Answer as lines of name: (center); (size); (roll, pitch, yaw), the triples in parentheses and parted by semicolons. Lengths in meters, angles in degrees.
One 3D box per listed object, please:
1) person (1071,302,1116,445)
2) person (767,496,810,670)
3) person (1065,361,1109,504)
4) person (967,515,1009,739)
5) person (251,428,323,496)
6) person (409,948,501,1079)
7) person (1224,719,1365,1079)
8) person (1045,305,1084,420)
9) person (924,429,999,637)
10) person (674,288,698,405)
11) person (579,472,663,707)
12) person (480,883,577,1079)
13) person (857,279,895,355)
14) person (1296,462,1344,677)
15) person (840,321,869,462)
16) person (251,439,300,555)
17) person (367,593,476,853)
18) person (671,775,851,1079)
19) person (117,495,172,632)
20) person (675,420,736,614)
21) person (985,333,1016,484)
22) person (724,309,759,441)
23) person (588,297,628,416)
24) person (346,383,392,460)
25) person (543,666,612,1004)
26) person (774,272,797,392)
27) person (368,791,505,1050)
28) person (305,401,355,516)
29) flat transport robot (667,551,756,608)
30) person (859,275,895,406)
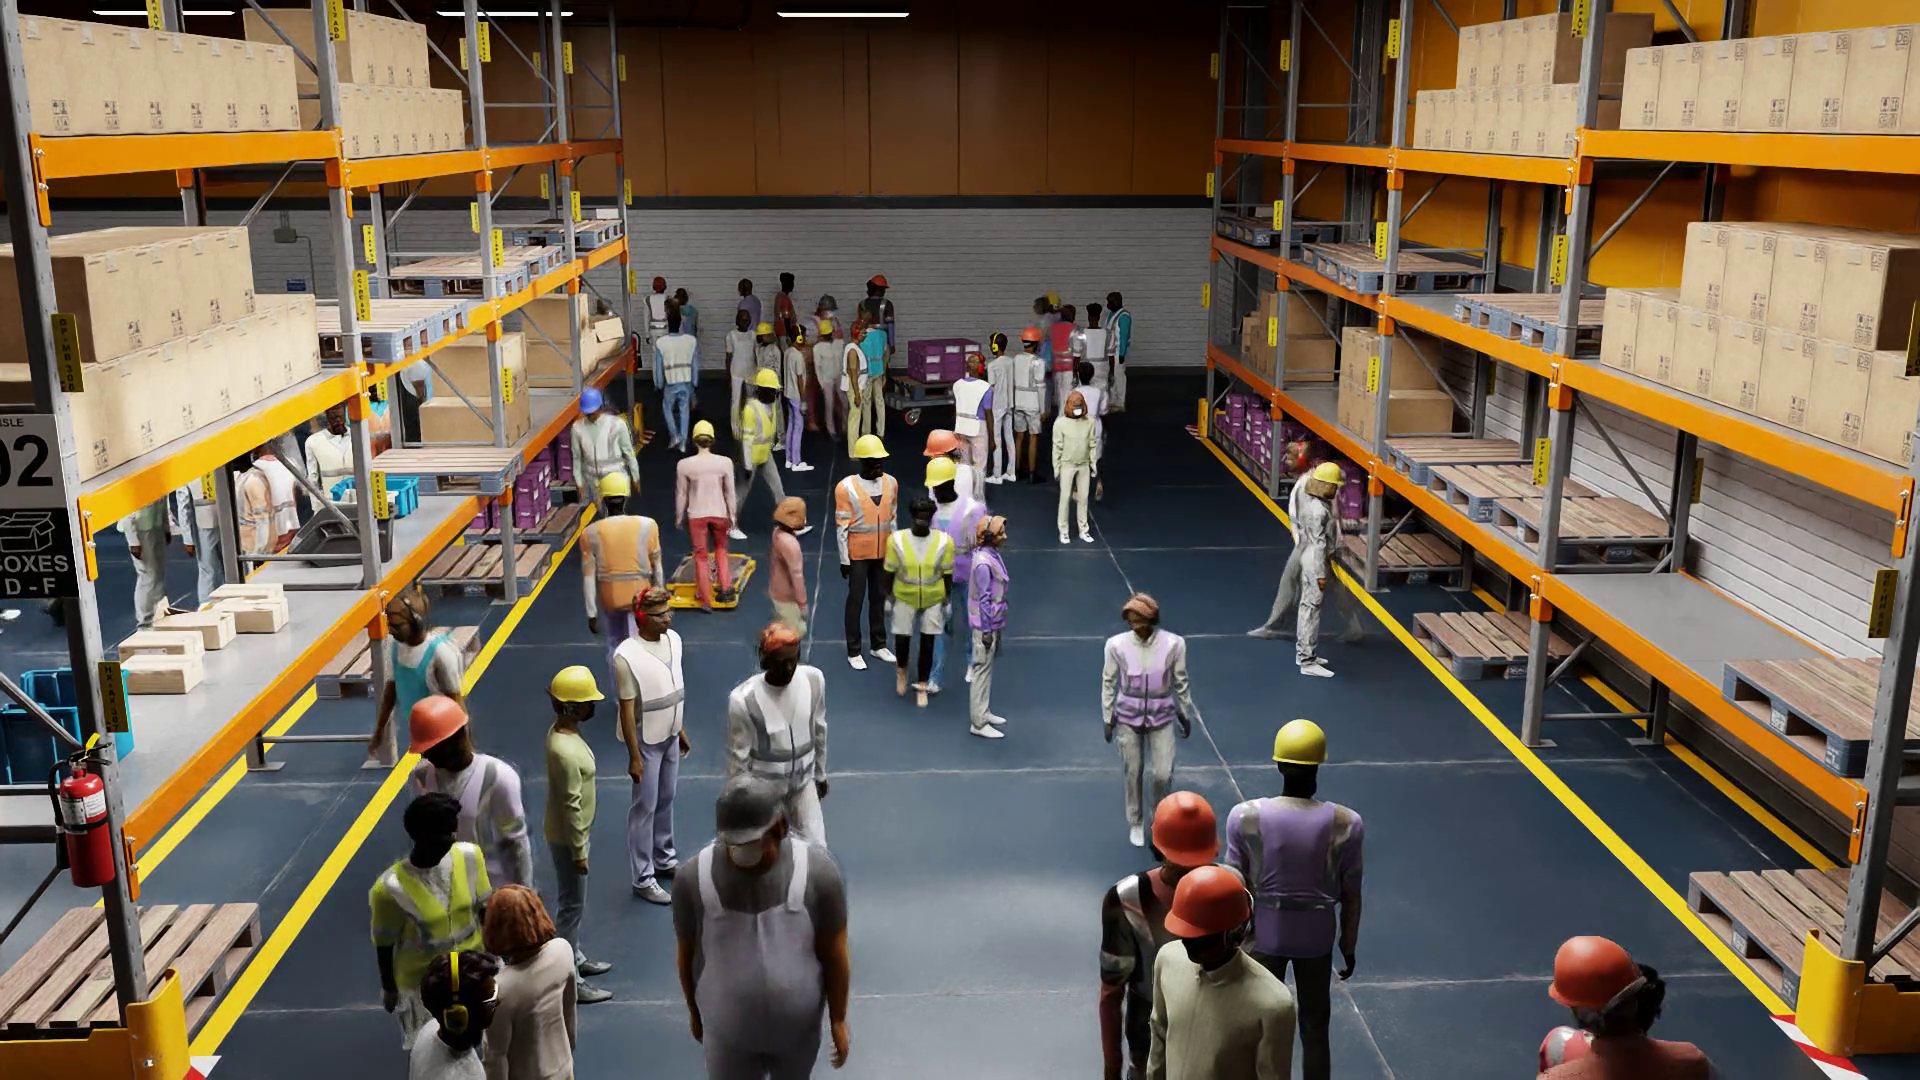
person: (1.820, -2.264, 22.754); (0.612, 1.963, 0.361); (-2, 14, -9)
person: (-1.311, 0.452, 12.780); (0.356, 1.617, 0.528); (-4, 15, -16)
person: (1.481, -1.227, 19.243); (0.543, 1.677, 0.692); (-3, 15, -12)
person: (0.205, 0.615, 12.105); (0.310, 1.638, 0.523); (1, 14, 5)
person: (-8.093, -1.365, 19.580); (0.973, 1.795, 0.644); (1, 14, 4)
person: (-1.606, 2.198, 5.436); (0.310, 1.868, 0.534); (-7, 16, -27)
person: (1.435, 1.709, 7.242); (0.591, 1.923, 0.381); (2, 14, 8)
person: (1.600, -2.472, 23.902); (0.637, 1.794, 0.962); (10, 18, 35)
person: (0.001, -0.023, 14.153); (0.594, 1.879, 0.963); (-11, 18, -37)
person: (-4.387, -3.052, 26.165); (0.514, 1.808, 0.822); (-11, 18, -38)
person: (-2.493, 0.439, 12.322); (0.593, 1.891, 0.954); (-2, 14, -9)
person: (-1.634, 2.084, 6.366); (0.277, 1.630, 0.506); (6, 16, 23)
person: (-1.330, -3.124, 26.135); (0.608, 1.963, 0.374); (3, 15, 13)
person: (2.911, 0.227, 13.437); (0.305, 1.737, 0.484); (1, 14, 6)
person: (-1.371, -1.939, 21.735); (0.390, 1.838, 0.563); (-1, 14, -4)
person: (-5.856, -0.059, 14.218); (0.401, 1.907, 0.605); (3, 15, 11)
person: (-3.088, 1.135, 9.772); (0.546, 1.798, 0.911); (11, 18, 38)
person: (-0.778, 1.817, 6.587); (0.691, 2.000, 1.045); (-2, 14, -8)
person: (-6.984, -0.074, 14.282); (0.420, 1.908, 0.609); (1, 14, 5)
person: (-2.315, -0.215, 15.150); (0.541, 1.747, 0.507); (-5, 15, -20)
person: (0.498, -1.613, 20.422); (0.510, 1.860, 0.333); (-14, 20, -43)
person: (-3.011, -2.290, 23.116); (0.504, 1.839, 0.340); (-7, 16, -24)
person: (-5.275, -2.600, 24.275); (0.863, 1.870, 0.668); (-10, 18, -36)
person: (-6.029, -0.823, 17.204); (0.392, 1.915, 0.590); (11, 18, 37)
person: (-1.943, 1.487, 8.451); (0.339, 1.761, 0.524); (-4, 15, -14)
person: (-2.854, -3.412, 27.279); (0.365, 1.957, 0.606); (-4, 15, -17)
person: (-2.243, 1.865, 7.169); (0.610, 1.651, 0.533); (12, 19, 40)
person: (-5.720, -0.371, 15.420); (0.600, 1.917, 0.377); (-11, 18, -36)
flat transport robot: (-2.365, 0.362, 15.825); (0.652, 0.197, 1.431); (0, 14, 1)
person: (-1.265, -3.101, 25.906); (0.605, 2.035, 0.392); (8, 16, 29)
